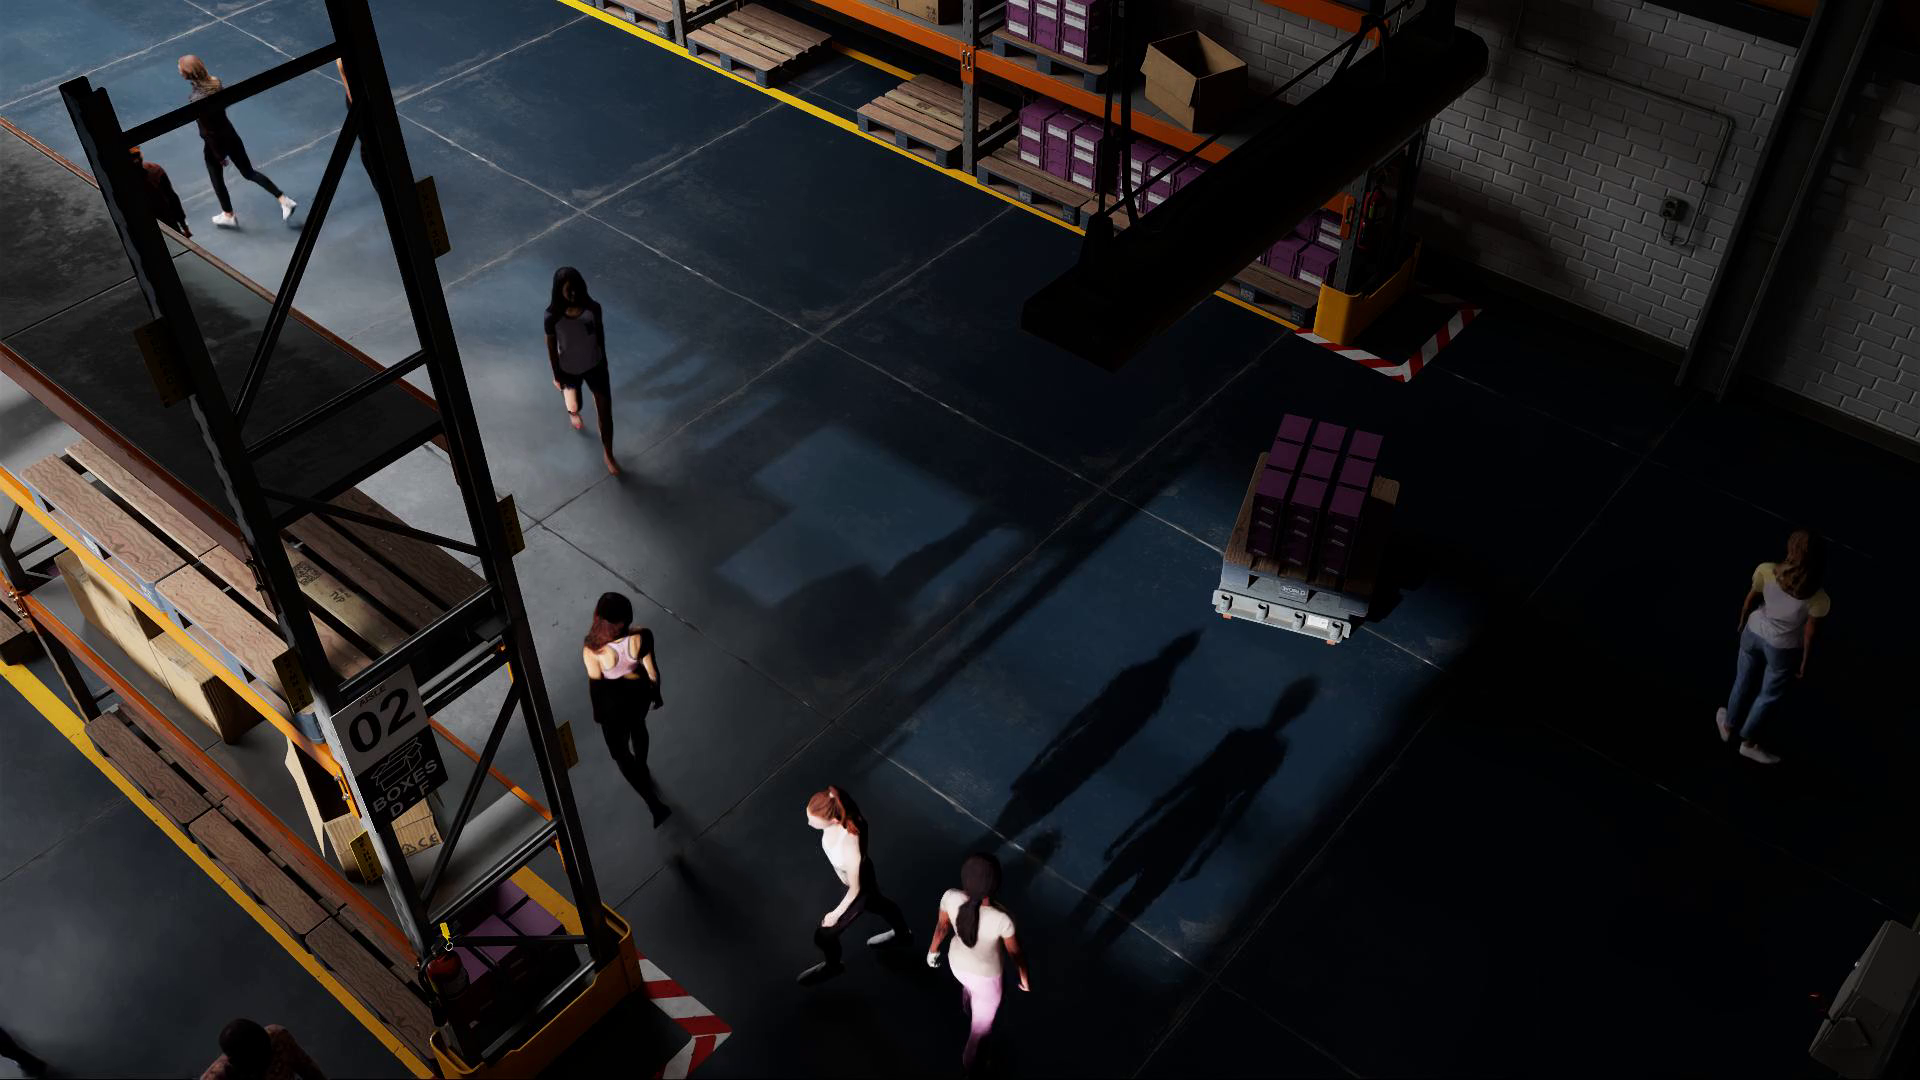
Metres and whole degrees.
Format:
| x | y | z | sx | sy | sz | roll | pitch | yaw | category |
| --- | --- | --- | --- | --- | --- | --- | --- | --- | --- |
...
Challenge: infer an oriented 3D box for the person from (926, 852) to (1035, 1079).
| x | y | z | sx | sy | sz | roll | pitch | yaw | category |
| --- | --- | --- | --- | --- | --- | --- | --- | --- | --- |
| 0.040 | 2.280 | 8.597 | 0.734 | 1.715 | 0.841 | 25 | 49 | 24 | person |

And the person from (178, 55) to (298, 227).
| x | y | z | sx | sy | sz | roll | pitch | yaw | category |
| --- | --- | --- | --- | --- | --- | --- | --- | --- | --- |
| -6.424 | -3.493 | 14.685 | 1.155 | 1.676 | 0.923 | 9 | 44 | 9 | person |

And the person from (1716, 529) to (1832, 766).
| x | y | z | sx | sy | sz | roll | pitch | yaw | category |
| --- | --- | --- | --- | --- | --- | --- | --- | --- | --- |
| 5.055 | 0.671 | 10.292 | 0.905 | 1.706 | 0.570 | -22 | 48 | -22 | person |

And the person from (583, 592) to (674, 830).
| x | y | z | sx | sy | sz | roll | pitch | yaw | category |
| --- | --- | --- | --- | --- | --- | --- | --- | --- | --- |
| -1.953 | 1.019 | 9.898 | 0.746 | 1.747 | 1.097 | -25 | 49 | -24 | person |

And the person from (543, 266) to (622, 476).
| x | y | z | sx | sy | sz | roll | pitch | yaw | category |
| --- | --- | --- | --- | --- | --- | --- | --- | --- | --- |
| -2.856 | -1.336 | 12.419 | 0.869 | 1.678 | 1.123 | -20 | 47 | -20 | person |

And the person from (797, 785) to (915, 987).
| x | y | z | sx | sy | sz | roll | pitch | yaw | category |
| --- | --- | --- | --- | --- | --- | --- | --- | --- | --- |
| -0.503 | 1.876 | 9.032 | 0.945 | 1.700 | 0.984 | -10 | 45 | -11 | person |

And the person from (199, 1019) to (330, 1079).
| x | y | z | sx | sy | sz | roll | pitch | yaw | category |
| --- | --- | --- | --- | --- | --- | --- | --- | --- | --- |
| -3.377 | 2.787 | 8.032 | 1.136 | 1.760 | 0.855 | 25 | 49 | 24 | person |
